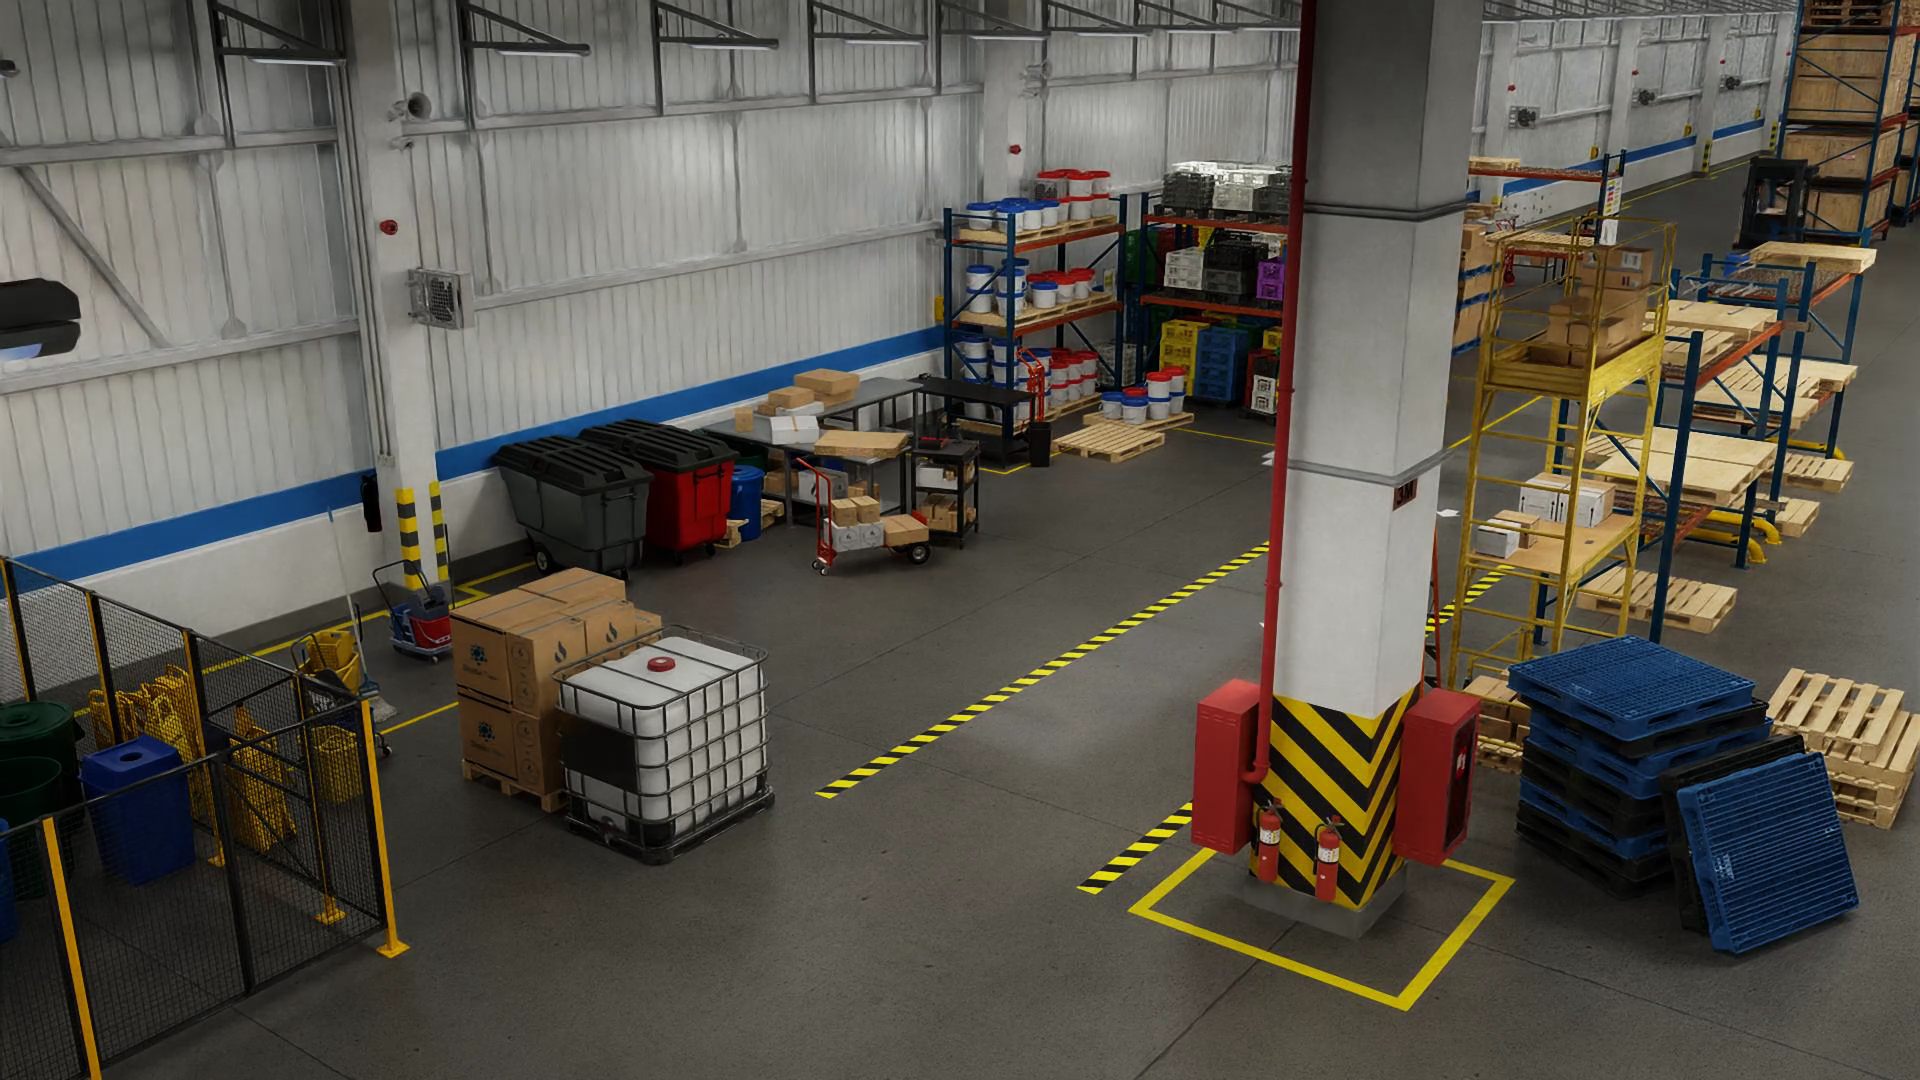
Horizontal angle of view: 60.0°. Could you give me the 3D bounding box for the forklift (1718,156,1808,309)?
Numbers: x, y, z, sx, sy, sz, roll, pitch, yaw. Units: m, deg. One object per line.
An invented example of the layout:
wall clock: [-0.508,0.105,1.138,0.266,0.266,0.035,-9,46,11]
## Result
forklift: [15.246,-5.800,31.369,1.129,2.768,1.873,13,22,34]

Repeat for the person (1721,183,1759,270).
person: [16.864,-6.653,35.546,0.561,1.910,0.918,-12,21,-32]
